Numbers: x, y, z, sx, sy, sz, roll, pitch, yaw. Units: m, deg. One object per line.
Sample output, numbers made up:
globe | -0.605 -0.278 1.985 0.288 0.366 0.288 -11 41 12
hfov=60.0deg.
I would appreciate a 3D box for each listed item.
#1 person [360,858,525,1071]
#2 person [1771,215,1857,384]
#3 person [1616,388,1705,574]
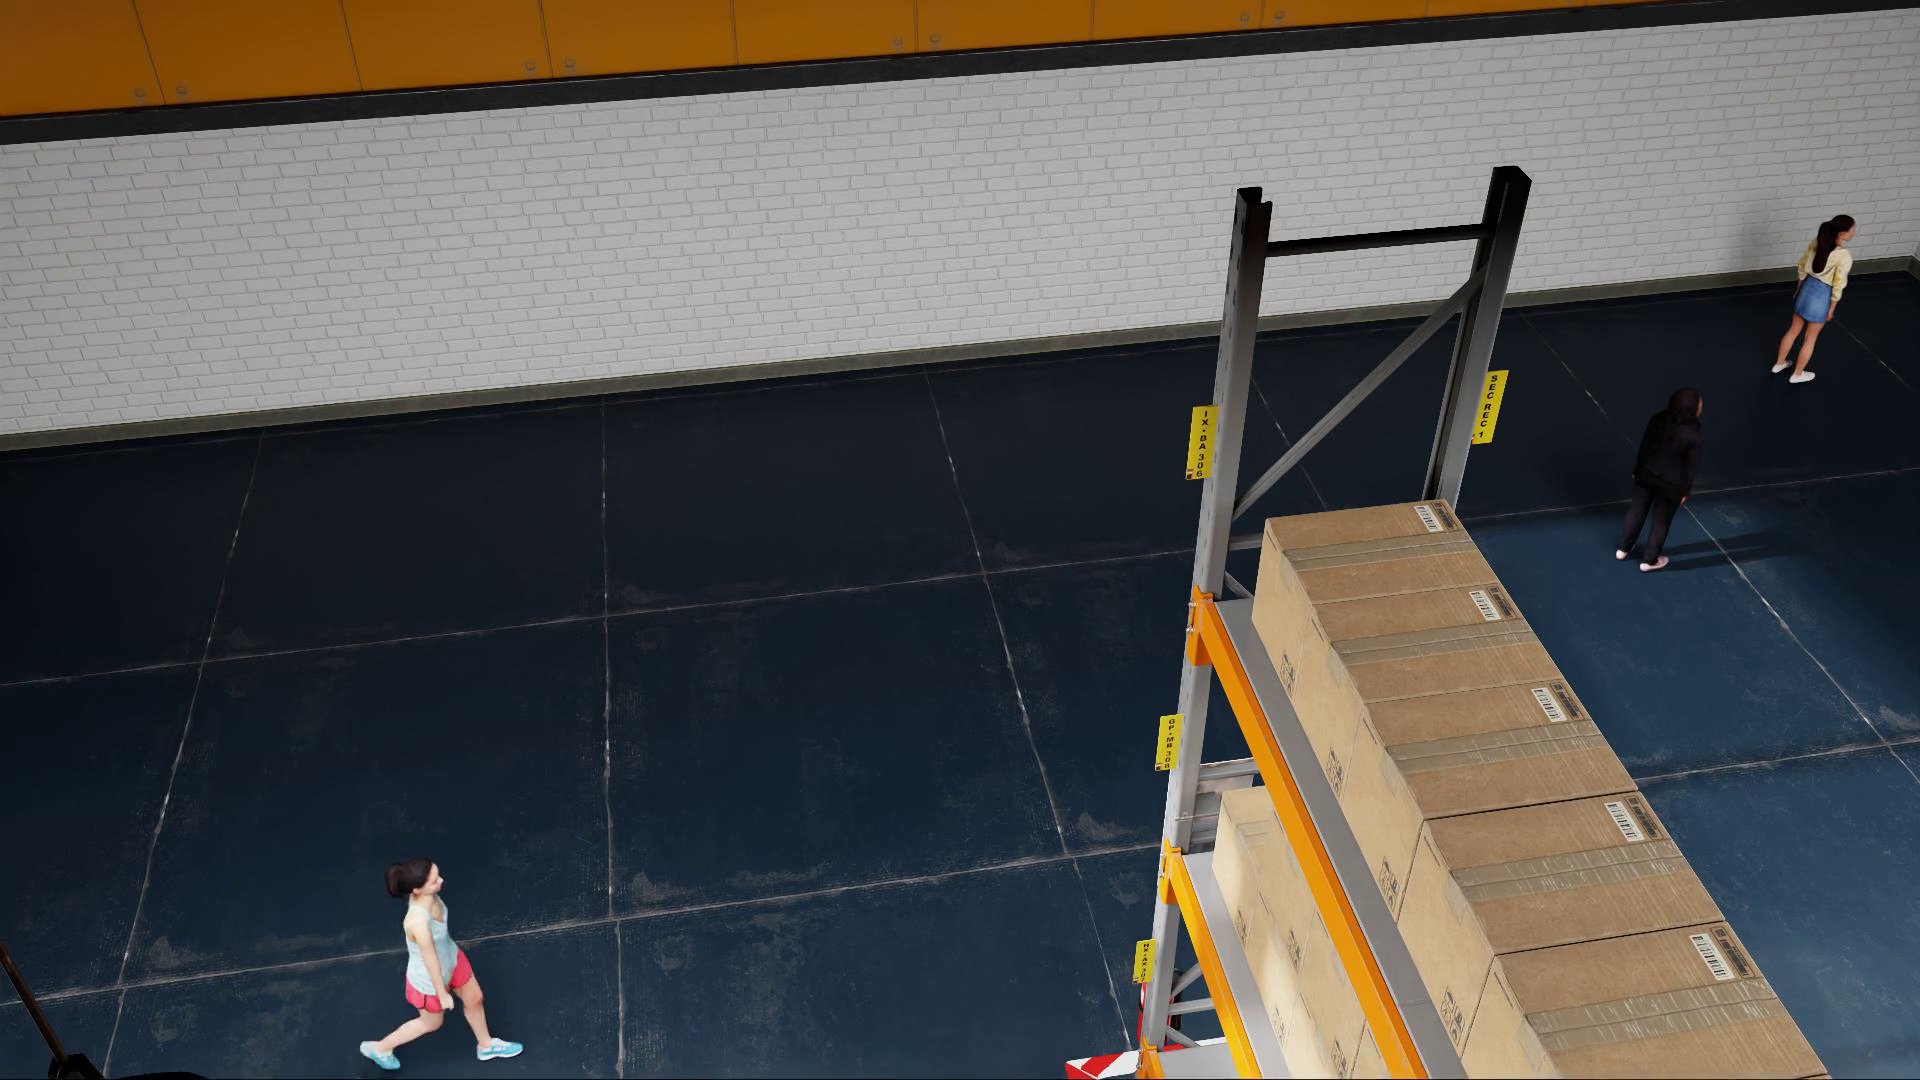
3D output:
person | -2.996 2.423 9.271 0.699 1.741 1.063 -3 39 -4
person | 7.794 -2.206 15.156 0.746 1.630 0.571 -16 41 -19
person | 5.484 -0.471 12.999 0.806 1.612 0.712 -25 45 -28
